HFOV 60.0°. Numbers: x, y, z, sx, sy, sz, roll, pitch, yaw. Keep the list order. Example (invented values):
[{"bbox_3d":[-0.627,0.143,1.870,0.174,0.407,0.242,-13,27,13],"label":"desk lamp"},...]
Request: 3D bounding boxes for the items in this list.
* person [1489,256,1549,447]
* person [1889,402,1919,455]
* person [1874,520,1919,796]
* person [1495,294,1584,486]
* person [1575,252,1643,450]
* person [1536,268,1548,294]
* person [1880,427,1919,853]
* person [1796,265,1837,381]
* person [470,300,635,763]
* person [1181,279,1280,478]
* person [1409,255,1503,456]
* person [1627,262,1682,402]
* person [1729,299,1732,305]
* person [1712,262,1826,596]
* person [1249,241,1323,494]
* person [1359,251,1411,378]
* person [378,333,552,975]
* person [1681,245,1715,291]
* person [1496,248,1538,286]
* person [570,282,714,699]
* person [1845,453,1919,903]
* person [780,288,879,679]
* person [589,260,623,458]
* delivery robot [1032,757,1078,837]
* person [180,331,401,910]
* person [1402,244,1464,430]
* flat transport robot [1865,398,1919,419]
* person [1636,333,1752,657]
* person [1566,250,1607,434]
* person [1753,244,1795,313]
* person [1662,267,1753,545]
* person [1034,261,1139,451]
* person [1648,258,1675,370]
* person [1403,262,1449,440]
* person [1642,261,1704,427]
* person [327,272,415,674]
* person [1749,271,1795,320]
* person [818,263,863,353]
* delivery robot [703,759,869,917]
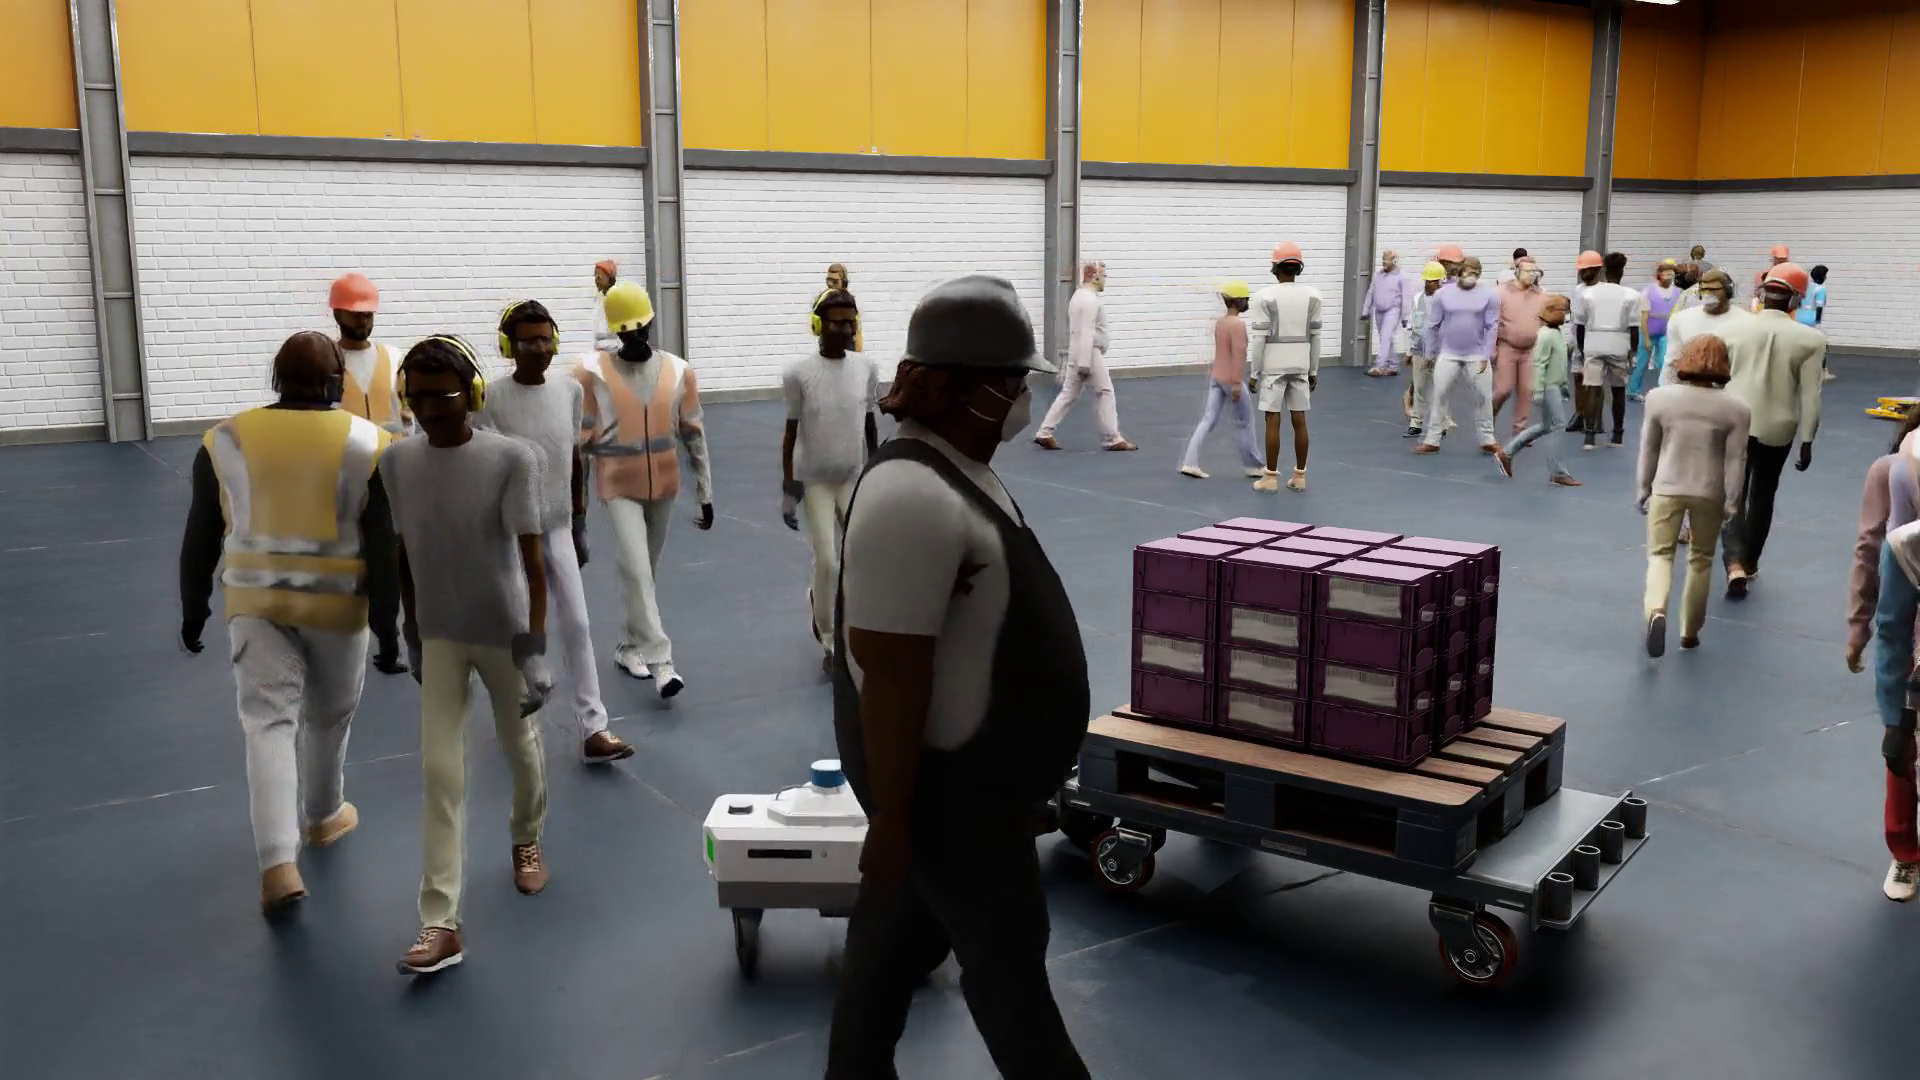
[{"bbox_3d":[5.548,-1.886,16.621,0.661,1.886,0.553,-1,10,-7],"label":"person"},{"bbox_3d":[8.952,-1.579,14.959,1.008,1.878,0.569,8,13,36],"label":"person"},{"bbox_3d":[2.669,0.502,4.299,0.585,1.599,0.715,6,12,30],"label":"person"},{"bbox_3d":[4.926,-1.273,14.043,0.726,1.607,0.507,6,12,31],"label":"person"},{"bbox_3d":[6.348,-1.842,16.339,0.624,1.934,0.677,5,12,27],"label":"person"},{"bbox_3d":[8.619,-3.313,25.185,0.528,1.616,0.664,-1,10,-8],"label":"person"},{"bbox_3d":[3.066,0.279,4.933,0.642,1.821,0.638,8,13,38],"label":"person"},{"bbox_3d":[12.407,-3.135,24.090,0.719,1.659,0.539,-2,10,-9],"label":"person"},{"bbox_3d":[-1.629,-0.012,6.522,0.547,1.825,0.930,-8,13,-38],"label":"person"},{"bbox_3d":[2.309,-1.371,14.287,0.896,1.724,0.540,-3,11,-17],"label":"person"},{"bbox_3d":[4.751,-1.723,15.702,0.935,1.905,0.419,4,11,21],"label":"person"},{"bbox_3d":[8.629,-2.548,20.613,0.574,1.777,0.981,-1,10,-8],"label":"person"},{"bbox_3d":[9.374,-2.503,20.812,0.504,1.605,0.809,-1,10,-6],"label":"person"},{"bbox_3d":[4.681,-0.651,9.752,0.628,1.938,1.011,4,11,23],"label":"person"},{"bbox_3d":[2.625,-1.394,13.507,0.606,2.044,0.374,-3,11,-14],"label":"person"},{"bbox_3d":[6.240,-3.322,24.571,0.959,1.867,0.661,-7,12,-32],"label":"person"},{"bbox_3d":[-1.429,0.295,4.925,0.541,1.808,1.016,0,10,1],"label":"person"},{"bbox_3d":[12.749,-4.140,28.848,0.635,1.937,0.352,-1,10,-8],"label":"person"},{"bbox_3d":[7.976,-3.209,23.870,0.600,1.892,0.376,7,13,35],"label":"person"},{"bbox_3d":[-1.400,-0.218,7.529,0.622,1.862,0.993,-6,12,-31],"label":"person"},{"bbox_3d":[3.013,0.287,5.082,0.555,1.749,0.477,6,12,31],"label":"person"},{"bbox_3d":[-0.636,-0.278,7.926,0.535,1.848,0.668,-6,12,-28],"label":"person"},{"bbox_3d":[-3.328,-1.678,15.577,0.808,1.850,0.605,-10,14,-43],"label":"person"},{"bbox_3d":[0.105,0.727,5.708,0.707,0.478,0.477,10,14,43],"label":"delivery robot"},{"bbox_3d":[-2.135,0.233,5.324,0.704,1.787,0.975,-2,11,-12],"label":"person"},{"bbox_3d":[5.222,-2.241,18.277,0.625,2.003,0.924,-3,11,-14],"label":"person"},{"bbox_3d":[11.222,-1.510,19.006,1.431,0.197,0.652,-2,10,-9],"label":"flat transport robot"},{"bbox_3d":[3.580,-0.209,8.182,0.504,1.613,0.660,6,12,28],"label":"person"},{"bbox_3d":[6.632,-2.085,17.592,0.381,1.933,0.551,-5,11,-25],"label":"person"},{"bbox_3d":[11.953,-3.356,24.468,0.621,1.975,0.698,1,10,7],"label":"person"},{"bbox_3d":[5.205,-0.942,11.519,1.057,1.888,0.617,-9,14,-41],"label":"person"},{"bbox_3d":[1.198,-1.773,16.136,0.994,1.858,0.646,-2,11,-11],"label":"person"},{"bbox_3d":[11.027,-3.528,26.030,0.293,1.744,0.486,-3,11,-17],"label":"person"},{"bbox_3d":[4.856,-1.942,17.117,0.600,1.820,0.404,9,13,39],"label":"person"},{"bbox_3d":[7.589,-2.022,17.571,0.729,1.812,0.653,3,11,16],"label":"person"},{"bbox_3d":[-2.926,-0.339,8.083,0.549,1.918,0.758,-7,13,-35],"label":"person"},{"bbox_3d":[9.121,-2.186,18.799,0.317,1.695,0.540,-8,13,-38],"label":"person"},{"bbox_3d":[-1.160,-1.684,15.695,0.513,1.843,0.471,6,12,30],"label":"person"},{"bbox_3d":[-0.381,0.884,4.846,0.707,0.478,0.477,0,10,2],"label":"delivery robot"}]
